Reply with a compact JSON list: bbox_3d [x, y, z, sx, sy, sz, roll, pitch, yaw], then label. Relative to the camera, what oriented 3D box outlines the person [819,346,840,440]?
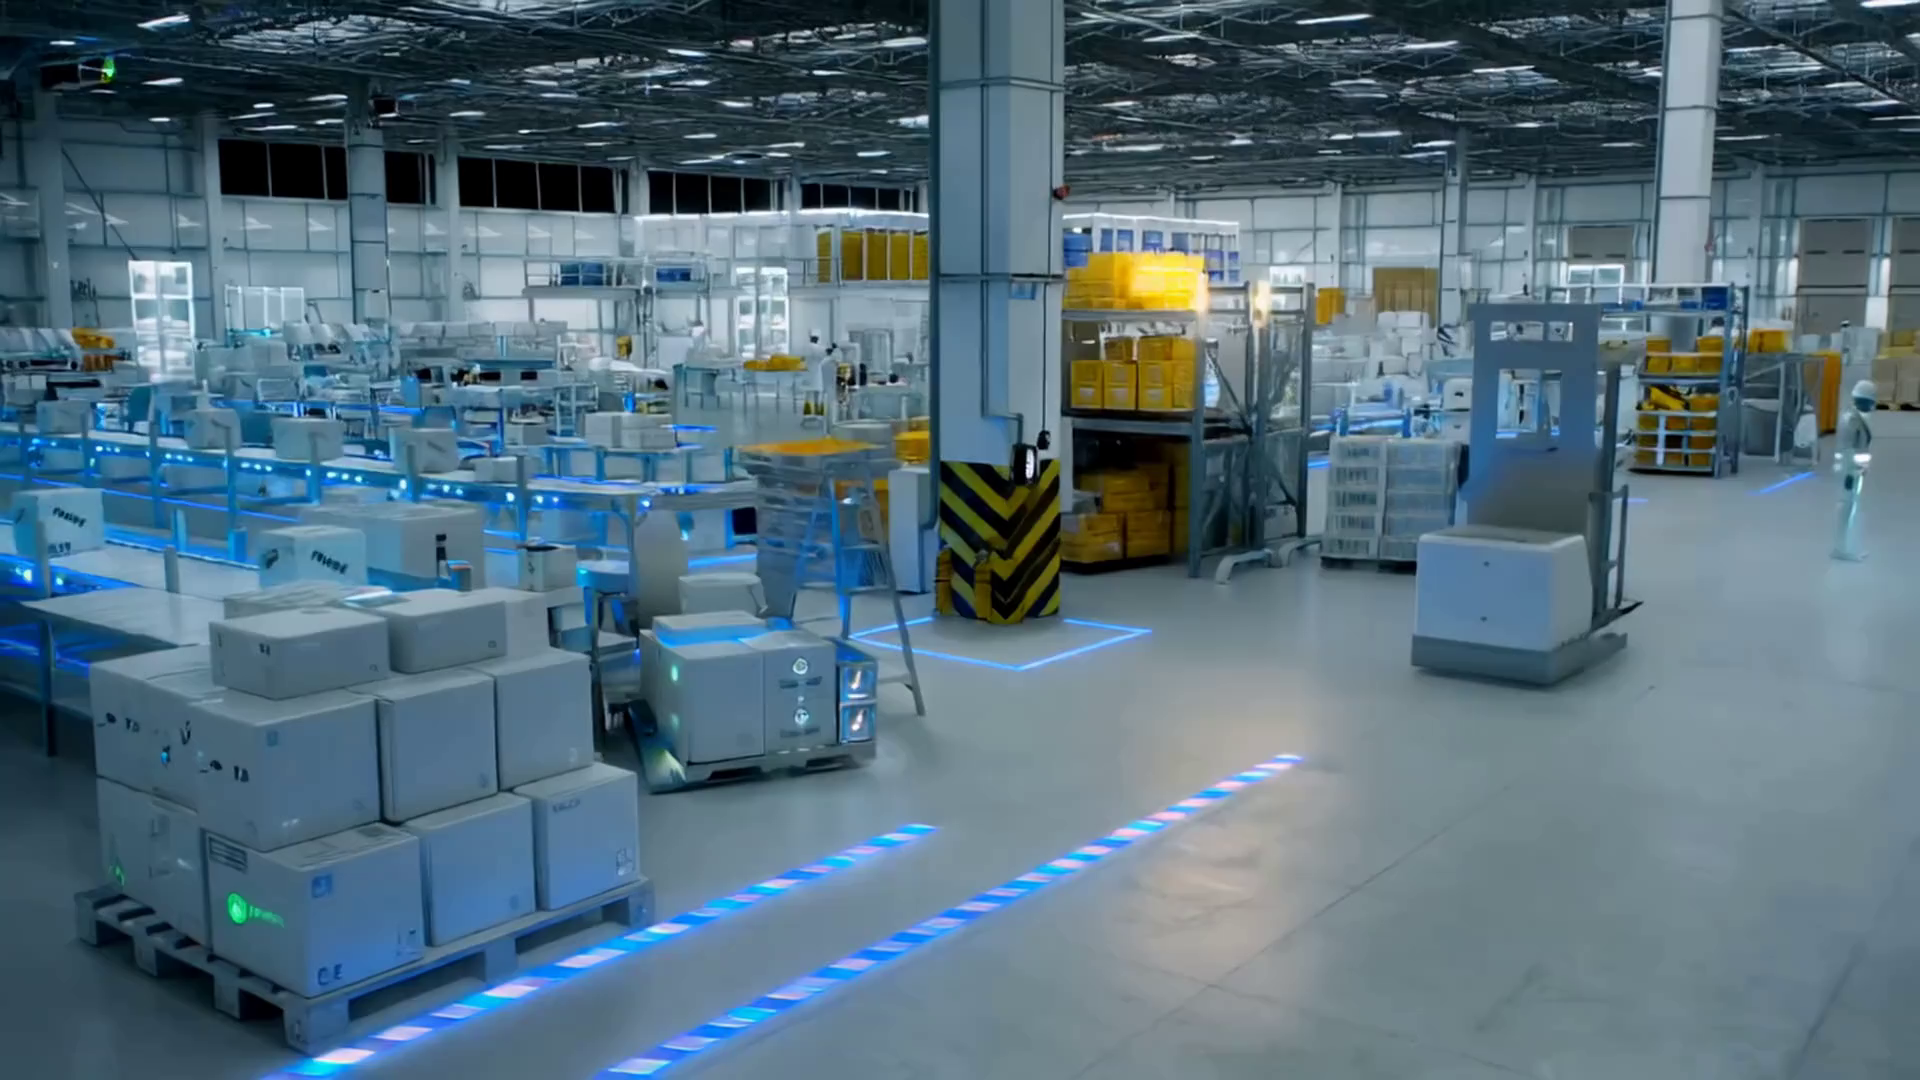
[{"bbox_3d":[-2.561,-2.890,32.789,0.310,1.864,0.533,7,11,37],"label":"person"}]

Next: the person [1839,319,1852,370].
[{"bbox_3d":[33.491,-7.385,62.960,0.398,1.914,0.637,5,10,31],"label":"person"}]

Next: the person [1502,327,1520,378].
[{"bbox_3d":[14.371,-4.539,43.317,0.538,2.000,0.701,5,10,31],"label":"person"}]

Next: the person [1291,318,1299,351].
[{"bbox_3d":[16.934,-10.400,83.979,0.317,1.695,0.540,7,11,37],"label":"person"}]

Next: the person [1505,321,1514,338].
[{"bbox_3d":[23.903,-8.813,72.278,0.396,1.992,0.622,7,11,37],"label":"person"}]

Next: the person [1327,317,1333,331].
[{"bbox_3d":[17.696,-9.749,79.429,0.549,1.754,0.394,-8,12,-43],"label":"person"}]

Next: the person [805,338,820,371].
[{"bbox_3d":[-3.702,-4.213,42.048,0.331,1.765,0.533,7,11,37],"label":"person"}]

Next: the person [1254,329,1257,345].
[{"bbox_3d":[15.551,-11.082,87.815,0.626,1.935,0.423,-8,12,-44],"label":"person"}]

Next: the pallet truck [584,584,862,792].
[{"bbox_3d":[-1.426,0.805,10.019,1.601,1.201,0.680,-4,9,-26],"label":"pallet truck"}]

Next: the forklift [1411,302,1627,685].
[{"bbox_3d":[4.379,-0.438,12.852,1.129,2.768,1.873,7,11,37],"label":"forklift"}]

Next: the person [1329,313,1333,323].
[{"bbox_3d":[19.138,-10.720,85.340,0.378,1.932,0.551,7,11,37],"label":"person"}]

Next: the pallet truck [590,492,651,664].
[{"bbox_3d":[-3.115,0.344,12.883,0.653,1.274,1.630,7,11,37],"label":"pallet truck"}]

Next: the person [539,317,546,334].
[{"bbox_3d":[-17.222,-8.275,68.883,0.381,1.924,0.594,7,11,37],"label":"person"}]

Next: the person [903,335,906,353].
[{"bbox_3d":[-2.344,-8.572,71.904,0.312,1.620,0.545,5,10,32],"label":"person"}]

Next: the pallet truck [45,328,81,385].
[{"bbox_3d":[-23.775,-4.544,43.495,1.885,1.965,0.823,6,10,35],"label":"pallet truck"}]

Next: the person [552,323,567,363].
[{"bbox_3d":[-13.739,-6.504,57.085,0.337,1.882,0.584,7,11,37],"label":"person"}]

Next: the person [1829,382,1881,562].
[{"bbox_3d":[9.698,-0.744,18.048,0.409,1.943,0.615,7,11,37],"label":"person"}]

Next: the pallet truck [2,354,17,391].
[{"bbox_3d":[-24.881,-4.417,42.634,1.885,1.965,0.823,8,11,41],"label":"pallet truck"}]

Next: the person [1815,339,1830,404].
[{"bbox_3d":[22.691,-4.429,43.724,0.317,1.695,0.540,7,11,37],"label":"person"}]

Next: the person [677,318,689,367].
[{"bbox_3d":[-10.936,-7.831,65.862,0.378,1.932,0.551,7,11,37],"label":"person"}]
